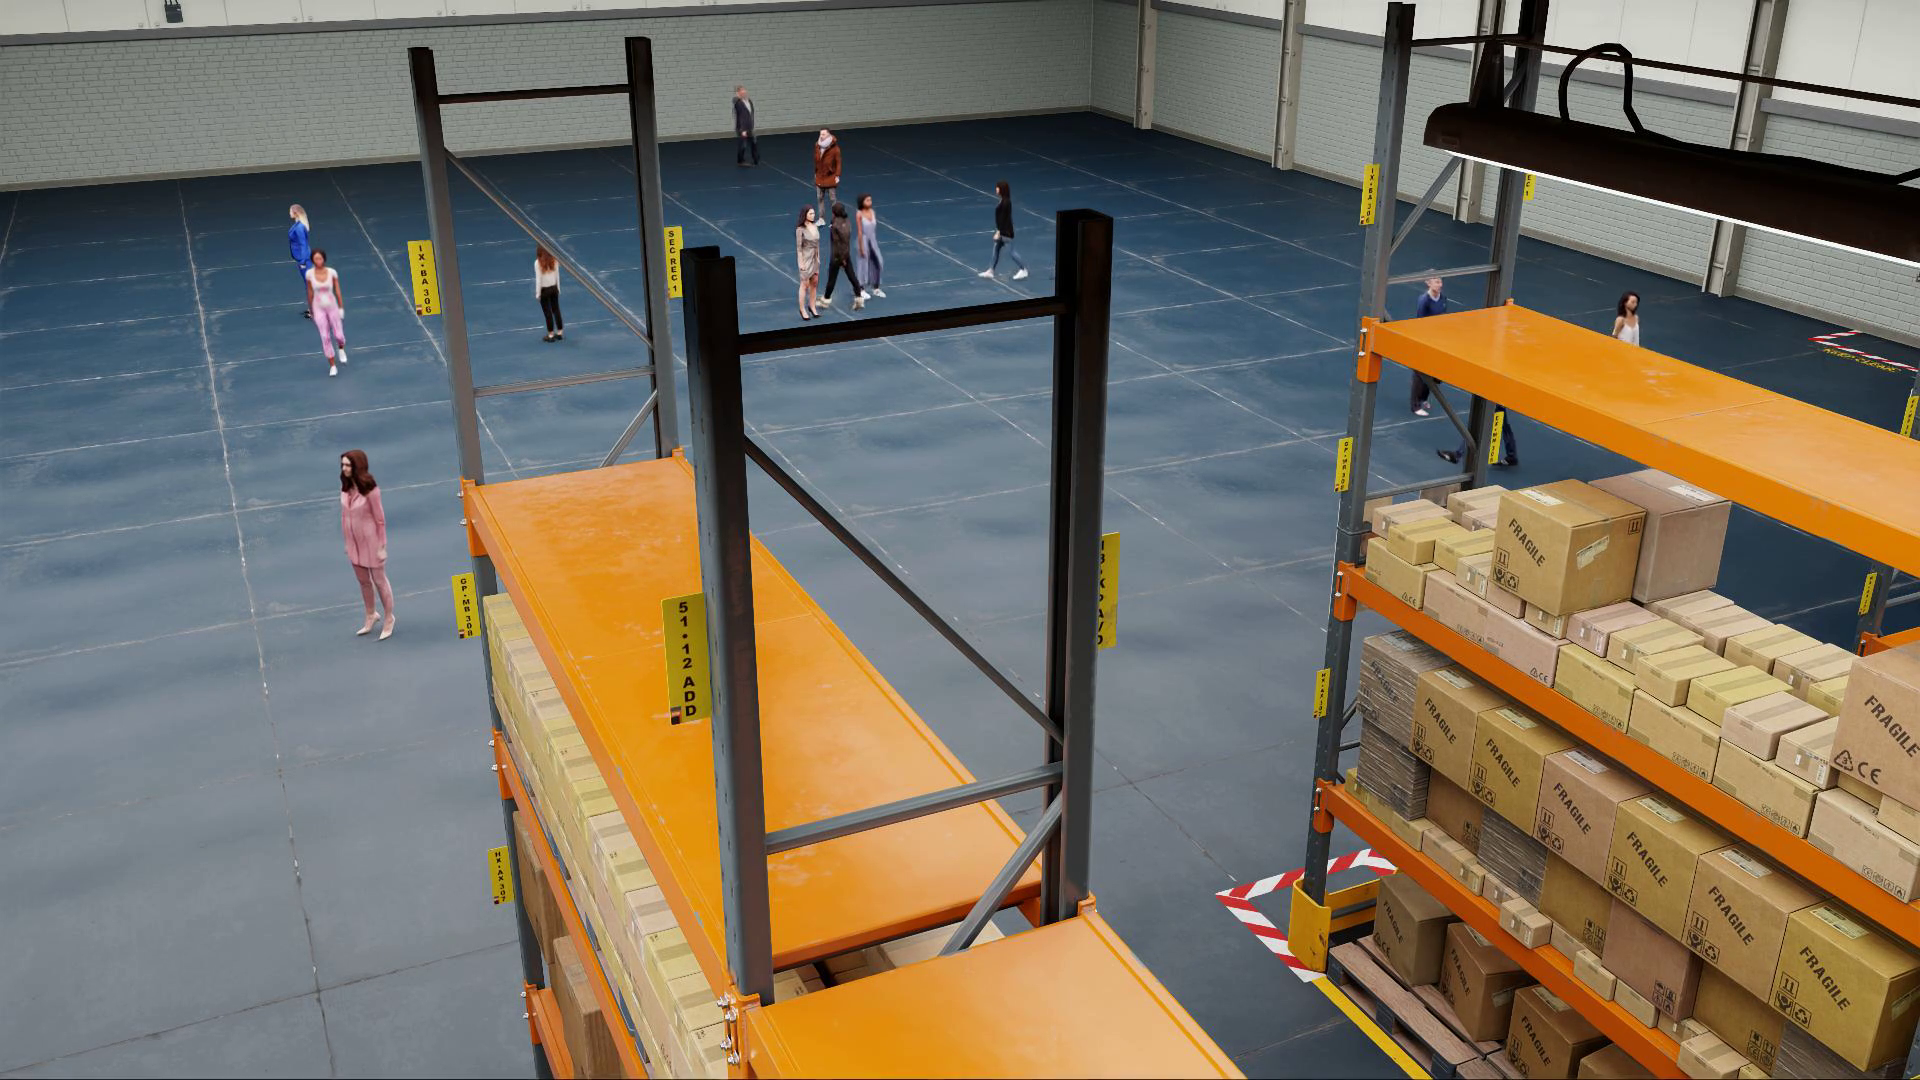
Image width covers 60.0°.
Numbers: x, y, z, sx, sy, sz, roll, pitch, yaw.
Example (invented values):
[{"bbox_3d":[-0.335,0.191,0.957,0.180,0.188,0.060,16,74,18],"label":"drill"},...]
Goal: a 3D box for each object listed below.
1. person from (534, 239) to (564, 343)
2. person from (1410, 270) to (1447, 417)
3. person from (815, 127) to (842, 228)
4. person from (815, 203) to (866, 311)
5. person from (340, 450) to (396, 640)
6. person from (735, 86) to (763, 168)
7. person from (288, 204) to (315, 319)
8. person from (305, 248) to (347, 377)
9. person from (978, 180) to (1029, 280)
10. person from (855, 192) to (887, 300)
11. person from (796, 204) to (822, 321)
[{"bbox_3d":[-5.932,-3.598,23.971,0.589,1.484,0.606,19,30,38],"label":"person"},{"bbox_3d":[5.809,-2.476,20.859,0.665,1.856,0.669,-12,26,-26],"label":"person"},{"bbox_3d":[-2.477,-6.742,30.913,0.829,1.838,0.902,11,25,24],"label":"person"},{"bbox_3d":[-1.922,-4.362,25.560,1.127,1.647,0.870,-12,26,-25],"label":"person"},{"bbox_3d":[-5.358,0.026,15.043,0.666,1.802,0.751,11,25,24],"label":"person"},{"bbox_3d":[-4.732,-9.071,36.489,1.131,1.760,0.977,16,28,32],"label":"person"},{"bbox_3d":[-9.916,-4.242,25.210,0.693,1.700,0.497,-8,24,-19],"label":"person"},{"bbox_3d":[-8.574,-3.106,22.502,0.640,1.728,0.829,-7,24,-16],"label":"person"},{"bbox_3d":[0.814,-5.044,27.206,0.893,1.613,1.061,-1,23,-2],"label":"person"},{"bbox_3d":[-1.530,-4.627,26.136,0.698,1.684,0.793,-20,30,-38],"label":"person"},{"bbox_3d":[-2.282,-4.189,25.028,0.672,1.744,0.660,15,27,32],"label":"person"}]
